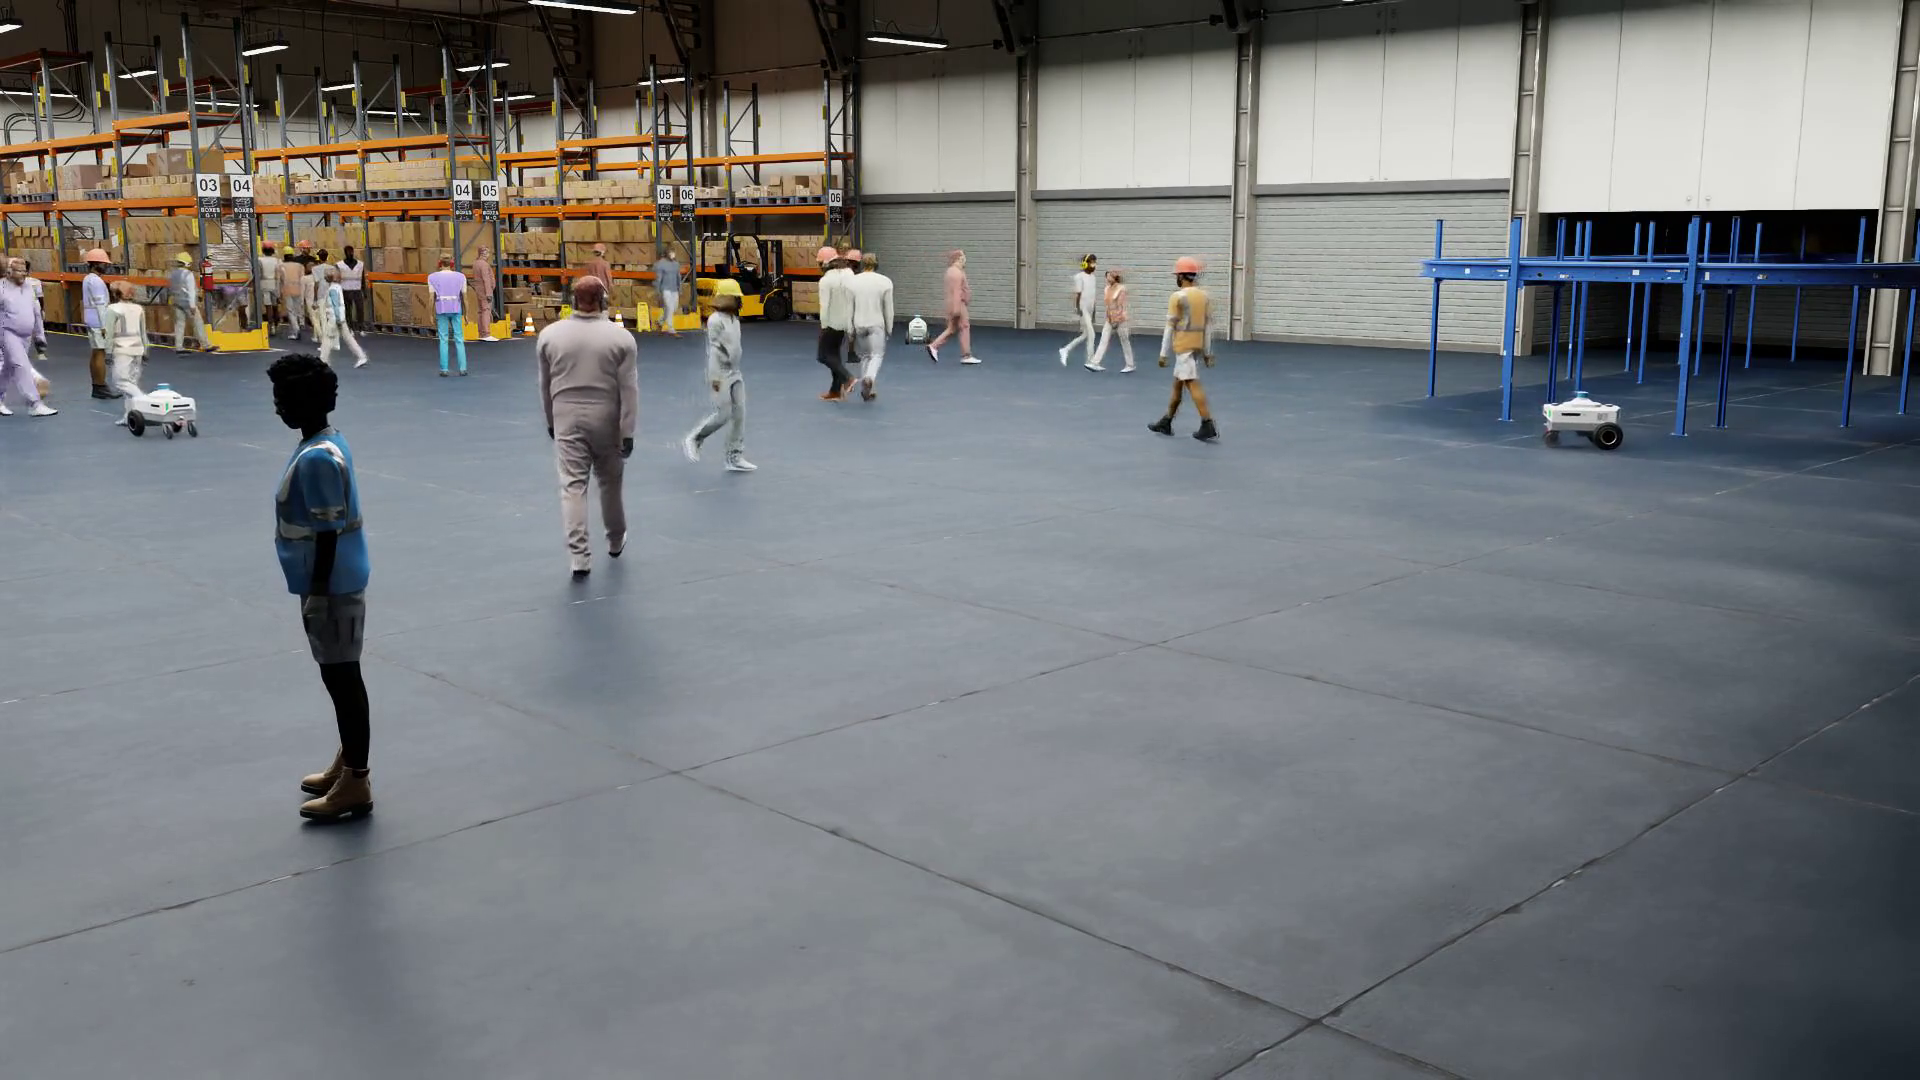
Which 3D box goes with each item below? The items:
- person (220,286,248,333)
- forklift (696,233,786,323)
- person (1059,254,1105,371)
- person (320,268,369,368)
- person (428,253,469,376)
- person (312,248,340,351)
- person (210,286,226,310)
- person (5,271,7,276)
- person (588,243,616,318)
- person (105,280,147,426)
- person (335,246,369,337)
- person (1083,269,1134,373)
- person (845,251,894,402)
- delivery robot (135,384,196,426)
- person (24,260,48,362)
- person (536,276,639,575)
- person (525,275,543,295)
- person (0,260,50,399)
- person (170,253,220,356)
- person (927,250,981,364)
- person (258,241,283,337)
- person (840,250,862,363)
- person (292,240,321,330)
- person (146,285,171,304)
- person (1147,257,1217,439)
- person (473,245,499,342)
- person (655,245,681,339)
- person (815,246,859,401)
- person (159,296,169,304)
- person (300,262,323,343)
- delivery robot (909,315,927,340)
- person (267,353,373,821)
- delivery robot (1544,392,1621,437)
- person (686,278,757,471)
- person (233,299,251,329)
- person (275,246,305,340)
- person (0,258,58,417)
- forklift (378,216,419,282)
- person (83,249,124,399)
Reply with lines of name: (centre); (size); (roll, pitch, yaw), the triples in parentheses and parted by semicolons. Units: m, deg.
person: (-14.822, -5.098, 33.911); (0.615, 2.017, 0.882); (-10, 14, -42)
forklift: (-5.496, -6.489, 41.108); (2.313, 2.155, 1.214); (-10, 14, -44)
person: (1.937, -3.616, 26.352); (0.815, 1.832, 0.530); (7, 12, 33)
person: (-9.892, -3.529, 26.478); (0.859, 1.600, 0.506); (-2, 11, -9)
person: (-7.715, -3.400, 25.110); (0.569, 1.840, 0.374); (-4, 11, -22)
person: (-11.674, -4.417, 30.587); (0.309, 1.868, 0.535); (7, 13, 34)
person: (-16.271, -5.560, 36.597); (0.608, 1.948, 0.389); (3, 11, 16)
person: (-21.176, -5.469, 36.620); (0.544, 1.748, 0.502); (-10, 14, -44)
person: (-7.474, -5.149, 34.337); (0.616, 1.963, 0.903); (9, 14, 41)
person: (-9.158, -2.059, 18.385); (0.580, 1.622, 0.530); (3, 11, 15)
person: (-12.558, -5.129, 34.405); (0.631, 1.879, 0.901); (-7, 12, -33)
person: (2.330, -3.343, 25.490); (0.890, 1.583, 0.521); (-7, 12, -32)
person: (-1.166, -2.697, 21.109); (0.625, 1.917, 0.770); (2, 11, 10)
delivery robot: (-8.454, -1.420, 17.684); (0.707, 0.478, 0.477); (8, 13, 37)
person: (-15.580, -3.818, 27.786); (0.540, 1.696, 0.315); (-4, 11, -19)
person: (-2.347, -0.741, 10.586); (0.636, 1.851, 1.014); (-1, 10, -5)
person: (-11.507, -6.967, 44.949); (0.535, 1.700, 0.318); (-10, 14, -43)
person: (-11.984, -2.621, 20.911); (0.747, 1.822, 0.647); (-1, 10, -6)
person: (-13.548, -4.156, 29.340); (0.629, 1.791, 0.861); (6, 12, 29)
person: (-0.102, -3.863, 27.560); (0.824, 1.878, 0.641); (-1, 10, -8)
person: (-14.521, -5.288, 35.023); (0.610, 2.001, 1.061); (-6, 12, -30)
person: (-1.965, -3.902, 27.801); (0.749, 1.879, 0.551); (-5, 11, -25)
person: (-14.654, -5.716, 37.314); (0.622, 1.996, 0.371); (-10, 14, -43)
person: (-18.370, -5.677, 38.149); (0.506, 1.613, 0.639); (-6, 12, -29)
person: (2.371, -2.016, 17.454); (0.561, 1.889, 0.986); (-10, 14, -42)
person: (-9.492, -4.933, 33.295); (0.407, 1.905, 0.655); (-7, 12, -32)
person: (-6.085, -5.152, 34.478); (0.758, 1.916, 0.634); (8, 13, 36)
person: (-1.580, -2.751, 21.230); (0.563, 1.976, 0.617); (5, 12, 25)
person: (-20.581, -6.674, 42.760); (0.568, 1.907, 0.825); (-8, 13, -37)
person: (-12.728, -4.690, 32.831); (0.501, 1.602, 0.760); (-10, 14, -43)
delivery robot: (-0.832, -4.182, 32.746); (0.477, 0.478, 0.707); (0, 10, -2)
person: (-2.324, 0.163, 6.088); (0.319, 1.693, 0.532); (-3, 11, -18)
delivery robot: (6.263, -1.251, 16.764); (0.707, 0.478, 0.477); (2, 11, 12)
person: (-2.151, -1.490, 14.982); (0.566, 1.725, 0.487); (5, 11, 23)
person: (-16.382, -5.703, 37.715); (0.583, 1.835, 0.980); (-9, 14, -41)
person: (-13.523, -4.995, 33.653); (0.591, 1.904, 0.817); (-9, 14, -41)
person: (-11.099, -2.369, 19.505); (1.007, 1.857, 0.660); (2, 11, 10)
forklift: (-17.868, -9.201, 54.028); (1.873, 2.768, 1.129); (-10, 14, -44)
person: (-11.222, -2.825, 21.724); (0.376, 1.934, 0.547); (-9, 14, -40)
